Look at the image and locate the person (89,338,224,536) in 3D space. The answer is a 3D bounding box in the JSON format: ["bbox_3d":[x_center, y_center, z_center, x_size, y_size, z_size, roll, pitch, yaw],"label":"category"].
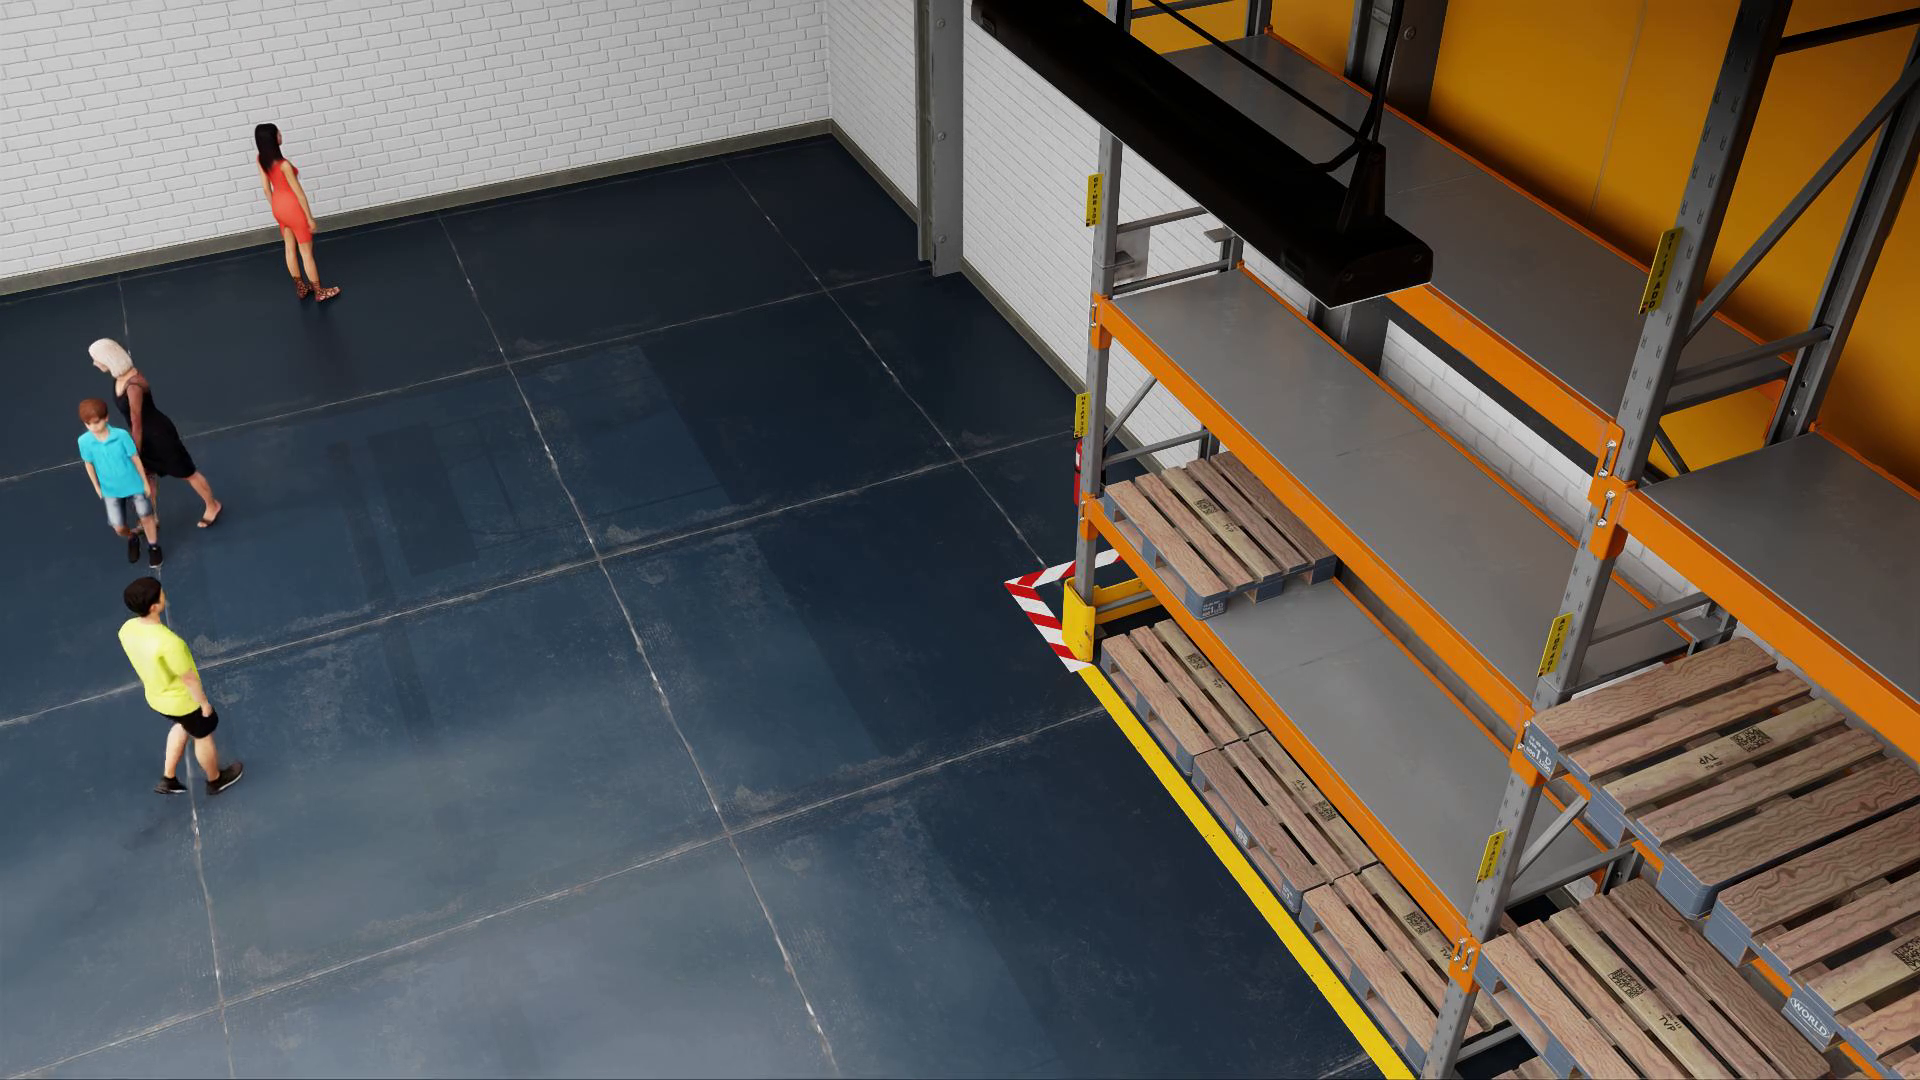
[{"bbox_3d":[-5.848,-0.782,12.278,0.806,1.705,0.901,-29,47,-31],"label":"person"}]

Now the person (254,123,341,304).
[{"bbox_3d":[-6.029,-2.941,14.970,0.652,1.718,0.734,18,42,21],"label":"person"}]

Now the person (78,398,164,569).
[{"bbox_3d":[-6.079,-0.453,12.078,0.530,1.440,0.548,-13,40,-16],"label":"person"}]

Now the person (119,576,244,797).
[{"bbox_3d":[-4.823,0.970,10.091,0.848,1.697,0.904,16,41,19],"label":"person"}]
